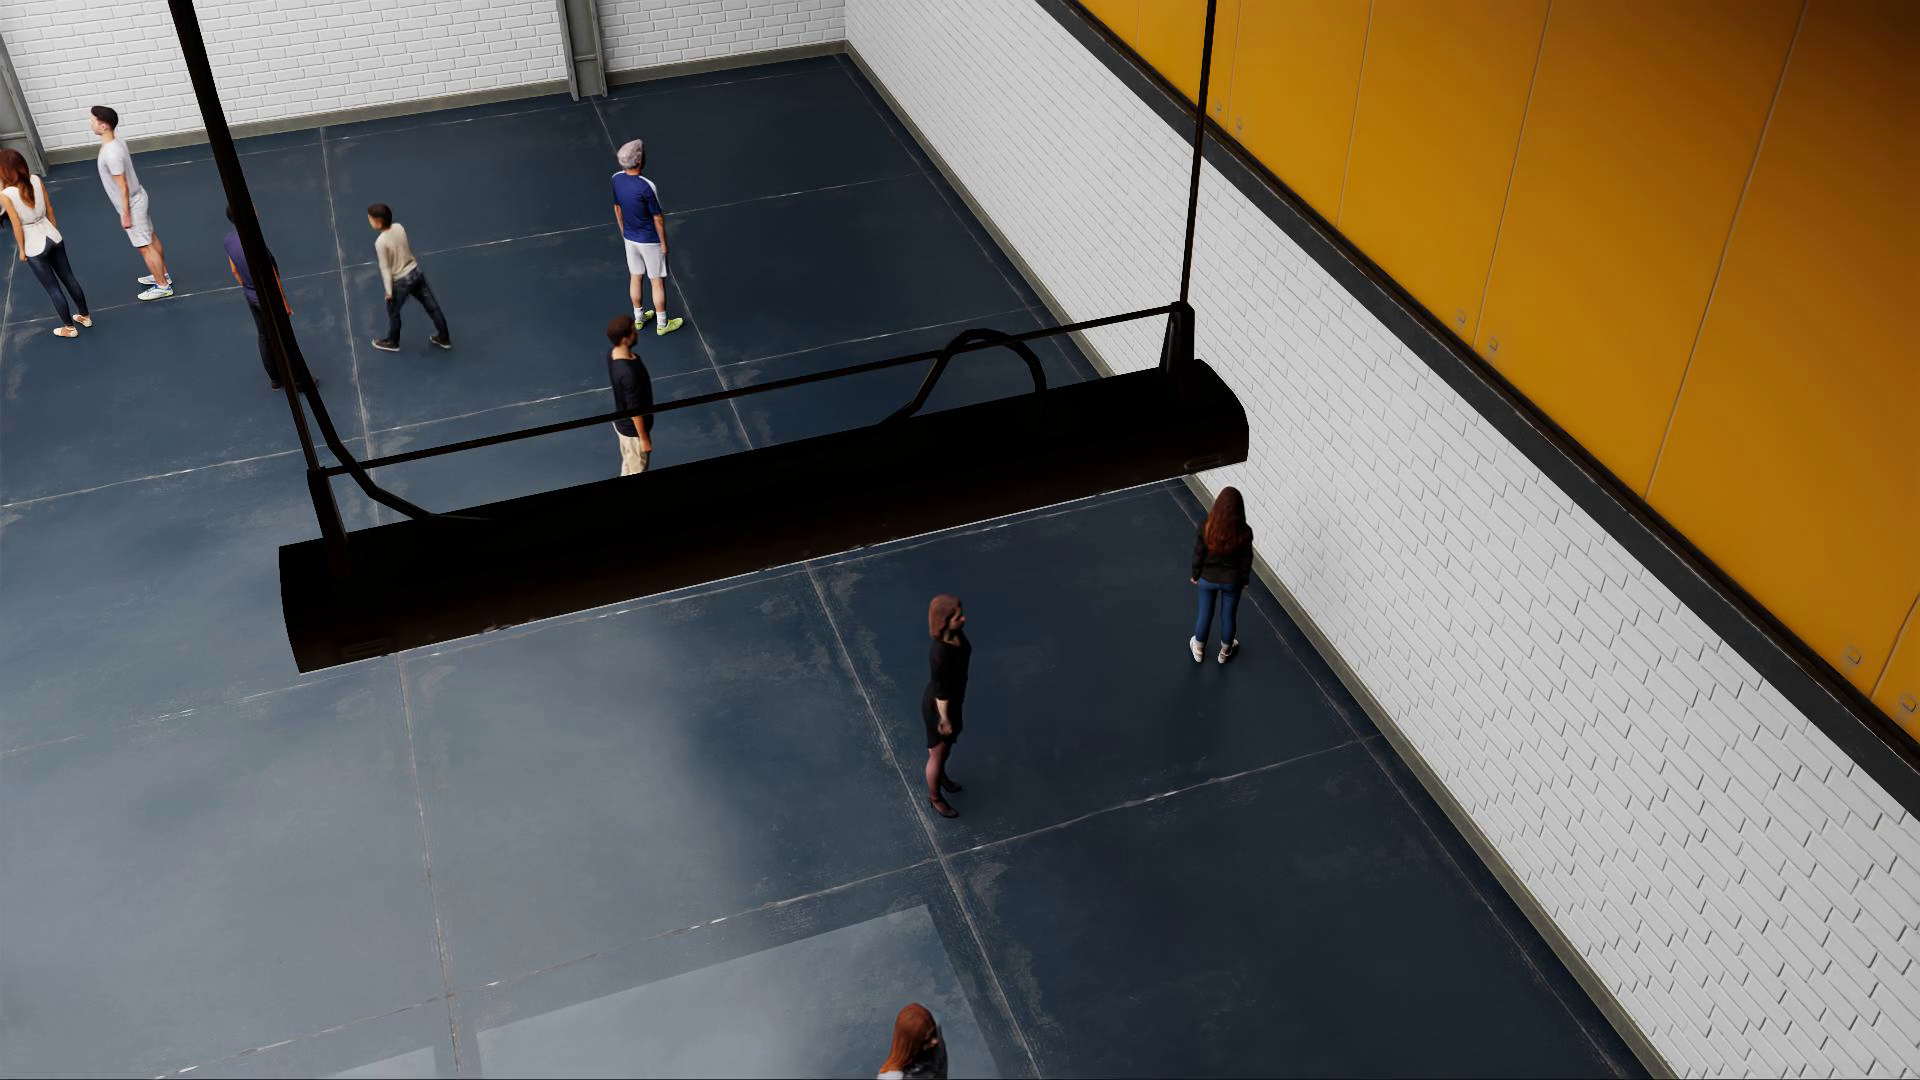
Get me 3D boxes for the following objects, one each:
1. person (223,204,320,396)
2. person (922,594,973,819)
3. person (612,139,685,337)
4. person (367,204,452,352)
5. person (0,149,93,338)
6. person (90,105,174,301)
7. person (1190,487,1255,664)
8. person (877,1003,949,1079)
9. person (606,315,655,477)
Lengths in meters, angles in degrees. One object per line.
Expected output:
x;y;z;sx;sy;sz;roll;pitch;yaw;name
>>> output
-5.852;-2.035;13.966;0.709;1.793;0.753;19;42;22;person
-0.101;1.002;10.233;0.669;1.706;0.662;7;39;8;person
-2.808;-2.682;14.740;0.719;1.839;0.769;18;42;21;person
-4.801;-2.258;14.537;0.939;1.429;0.873;22;44;25;person
-8.105;-2.622;14.708;0.718;1.785;0.664;15;41;18;person
-7.605;-3.106;15.257;0.552;1.856;0.667;-12;40;-15;person
1.785;0.242;11.363;0.593;1.484;0.699;5;39;6;person
-0.222;2.779;8.011;0.738;1.703;0.676;16;41;20;person
-2.456;-0.853;12.440;0.566;1.851;0.650;-15;41;-18;person
